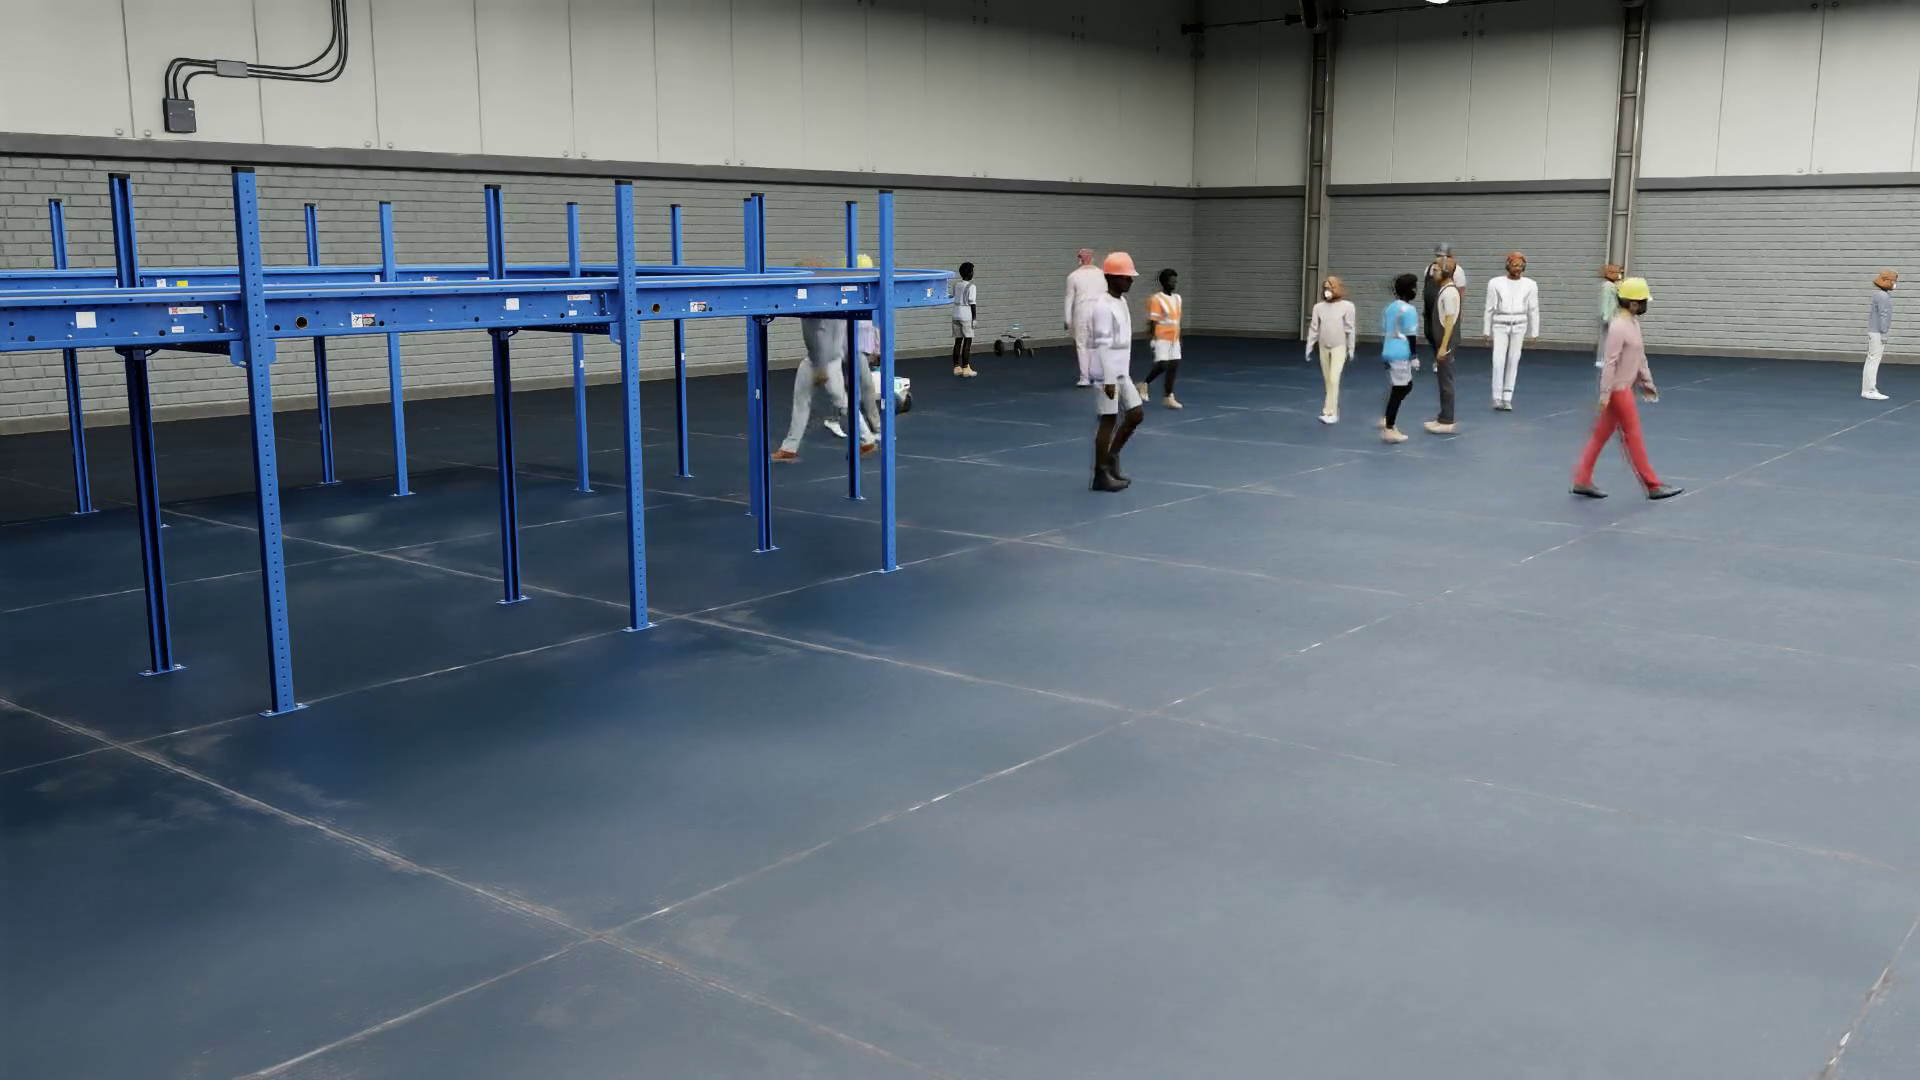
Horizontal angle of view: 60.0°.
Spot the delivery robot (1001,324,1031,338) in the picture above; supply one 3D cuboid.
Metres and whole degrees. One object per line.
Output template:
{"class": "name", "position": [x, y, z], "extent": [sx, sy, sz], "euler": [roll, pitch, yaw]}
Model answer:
{"class": "delivery robot", "position": [0.980, -3.669, 29.187], "extent": [0.335, 0.223, 0.698], "euler": [-6, 12, -29]}

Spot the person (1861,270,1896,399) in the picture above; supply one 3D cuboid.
{"class": "person", "position": [11.782, -2.631, 21.301], "extent": [0.284, 1.634, 0.498], "euler": [4, 11, 19]}

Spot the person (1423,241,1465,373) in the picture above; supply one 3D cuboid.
{"class": "person", "position": [7.437, -3.577, 25.536], "extent": [0.758, 2.000, 0.708], "euler": [-8, 13, -37]}

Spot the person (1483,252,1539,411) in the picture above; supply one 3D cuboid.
{"class": "person", "position": [6.511, -2.440, 19.588], "extent": [0.610, 1.864, 0.759], "euler": [2, 10, 9]}

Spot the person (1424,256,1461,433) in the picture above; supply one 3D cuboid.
{"class": "person", "position": [5.114, -2.061, 17.560], "extent": [0.327, 1.843, 0.515], "euler": [3, 11, 16]}

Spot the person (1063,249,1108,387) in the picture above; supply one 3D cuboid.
{"class": "person", "position": [1.730, -3.063, 22.973], "extent": [0.668, 1.889, 0.466], "euler": [-4, 11, -19]}

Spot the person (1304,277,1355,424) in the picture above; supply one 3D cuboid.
{"class": "person", "position": [4.005, -2.058, 18.194], "extent": [0.517, 1.604, 0.751], "euler": [9, 14, 41]}

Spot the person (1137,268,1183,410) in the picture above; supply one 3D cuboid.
{"class": "person", "position": [2.445, -2.422, 20.015], "extent": [0.537, 1.687, 0.471], "euler": [-10, 14, -44]}

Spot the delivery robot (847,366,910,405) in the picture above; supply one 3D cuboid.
{"class": "delivery robot", "position": [-0.963, -1.794, 19.515], "extent": [0.707, 0.478, 0.477], "euler": [3, 11, 16]}

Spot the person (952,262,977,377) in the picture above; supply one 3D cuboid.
{"class": "person", "position": [0.073, -3.296, 24.837], "extent": [0.322, 1.689, 0.530], "euler": [-8, 13, -36]}

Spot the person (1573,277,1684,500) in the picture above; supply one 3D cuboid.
{"class": "person", "position": [5.218, -1.159, 12.905], "extent": [0.865, 1.722, 0.532], "euler": [6, 12, 30]}

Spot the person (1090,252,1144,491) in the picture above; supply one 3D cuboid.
{"class": "person", "position": [1.264, -1.351, 13.420], "extent": [0.443, 1.916, 0.566], "euler": [5, 11, 25]}

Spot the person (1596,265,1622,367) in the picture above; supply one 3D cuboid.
{"class": "person", "position": [10.383, -3.539, 26.350], "extent": [0.557, 1.614, 0.523], "euler": [6, 12, 28]}

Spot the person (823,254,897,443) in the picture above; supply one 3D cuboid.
{"class": "person", "position": [-1.053, -1.956, 16.875], "extent": [0.964, 1.888, 0.600], "euler": [6, 12, 31]}

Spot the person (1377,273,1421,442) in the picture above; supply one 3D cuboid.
{"class": "person", "position": [4.434, -1.825, 16.699], "extent": [0.380, 1.685, 0.535], "euler": [-1, 10, -4]}

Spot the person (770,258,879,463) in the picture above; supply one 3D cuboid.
{"class": "person", "position": [-1.240, -1.636, 15.190], "extent": [1.046, 1.865, 0.697], "euler": [-5, 11, -24]}
